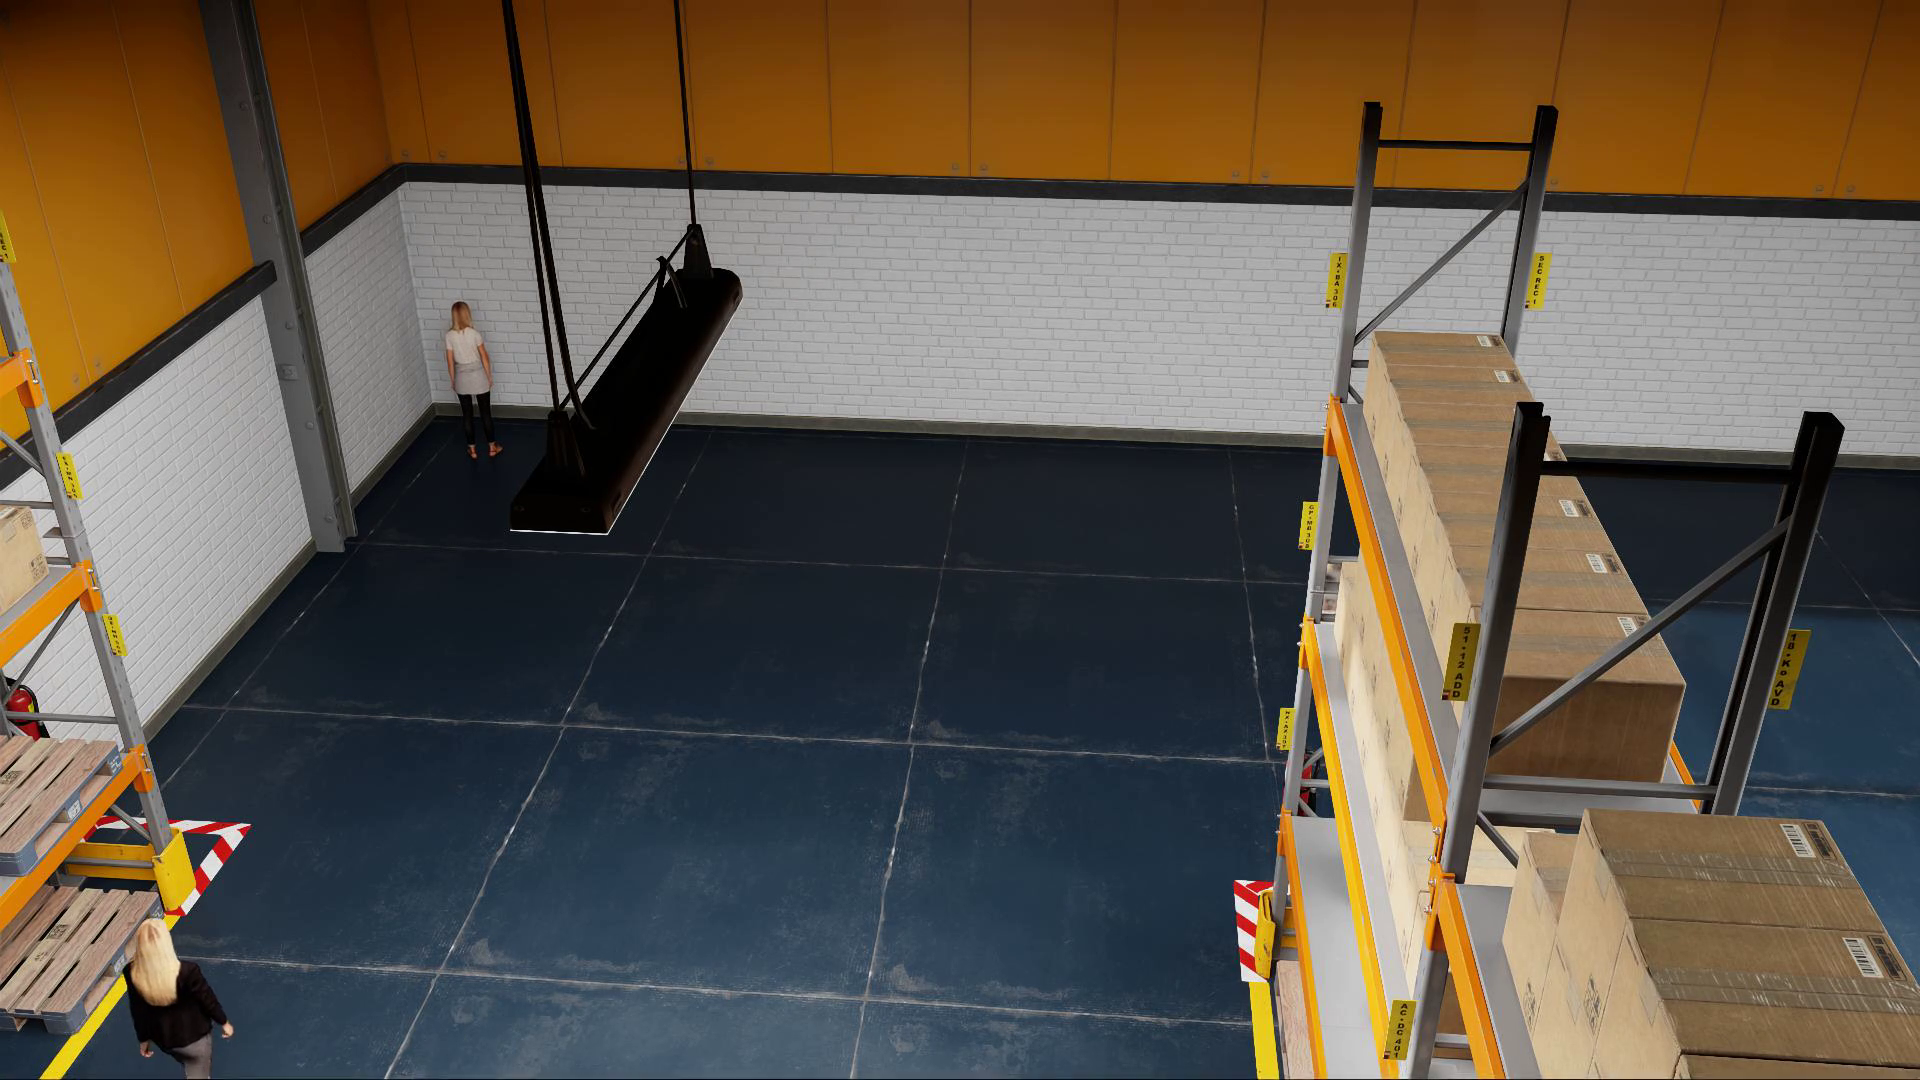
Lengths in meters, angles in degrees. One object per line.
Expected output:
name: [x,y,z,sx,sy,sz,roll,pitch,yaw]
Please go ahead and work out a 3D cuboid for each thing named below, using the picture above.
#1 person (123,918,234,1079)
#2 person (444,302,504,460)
person: [-4.570,3.020,9.711,0.666,1.820,0.892,1,29,1]
person: [-5.432,-1.767,18.485,0.652,1.823,0.603,-4,29,-7]
